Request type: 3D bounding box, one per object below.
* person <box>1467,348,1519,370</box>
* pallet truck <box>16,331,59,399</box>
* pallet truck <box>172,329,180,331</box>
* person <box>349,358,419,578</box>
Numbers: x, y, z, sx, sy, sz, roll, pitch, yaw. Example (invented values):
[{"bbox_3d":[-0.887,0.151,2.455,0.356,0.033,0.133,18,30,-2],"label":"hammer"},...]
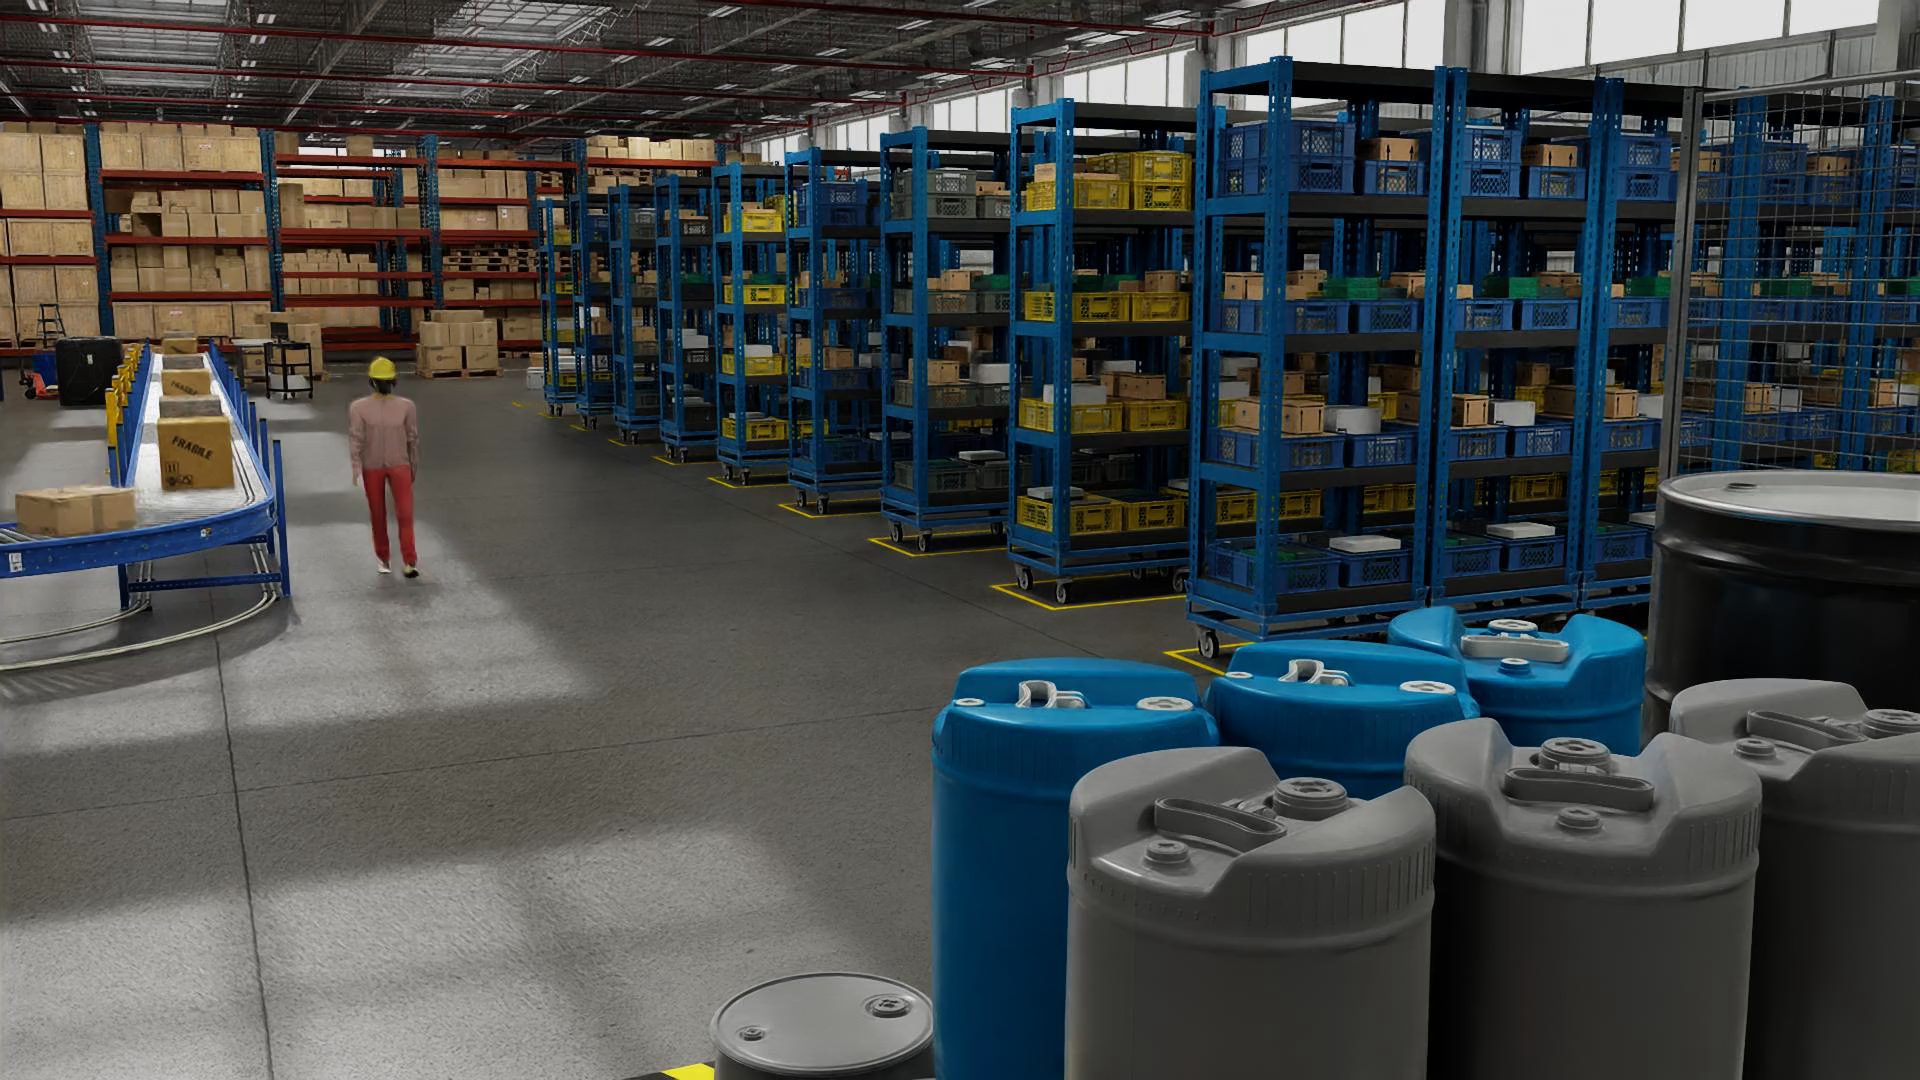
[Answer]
[{"bbox_3d":[5.656,-1.416,17.665,0.621,1.980,0.439,0,9,-3],"label":"person"},{"bbox_3d":[-17.082,-3.353,31.781,1.630,1.274,0.653,-4,10,-25],"label":"pallet truck"},{"bbox_3d":[-17.275,-3.851,35.096,1.601,1.201,0.680,0,9,1],"label":"pallet truck"},{"bbox_3d":[-4.501,-0.548,13.056,0.533,1.731,0.864,-4,10,-22],"label":"person"}]
